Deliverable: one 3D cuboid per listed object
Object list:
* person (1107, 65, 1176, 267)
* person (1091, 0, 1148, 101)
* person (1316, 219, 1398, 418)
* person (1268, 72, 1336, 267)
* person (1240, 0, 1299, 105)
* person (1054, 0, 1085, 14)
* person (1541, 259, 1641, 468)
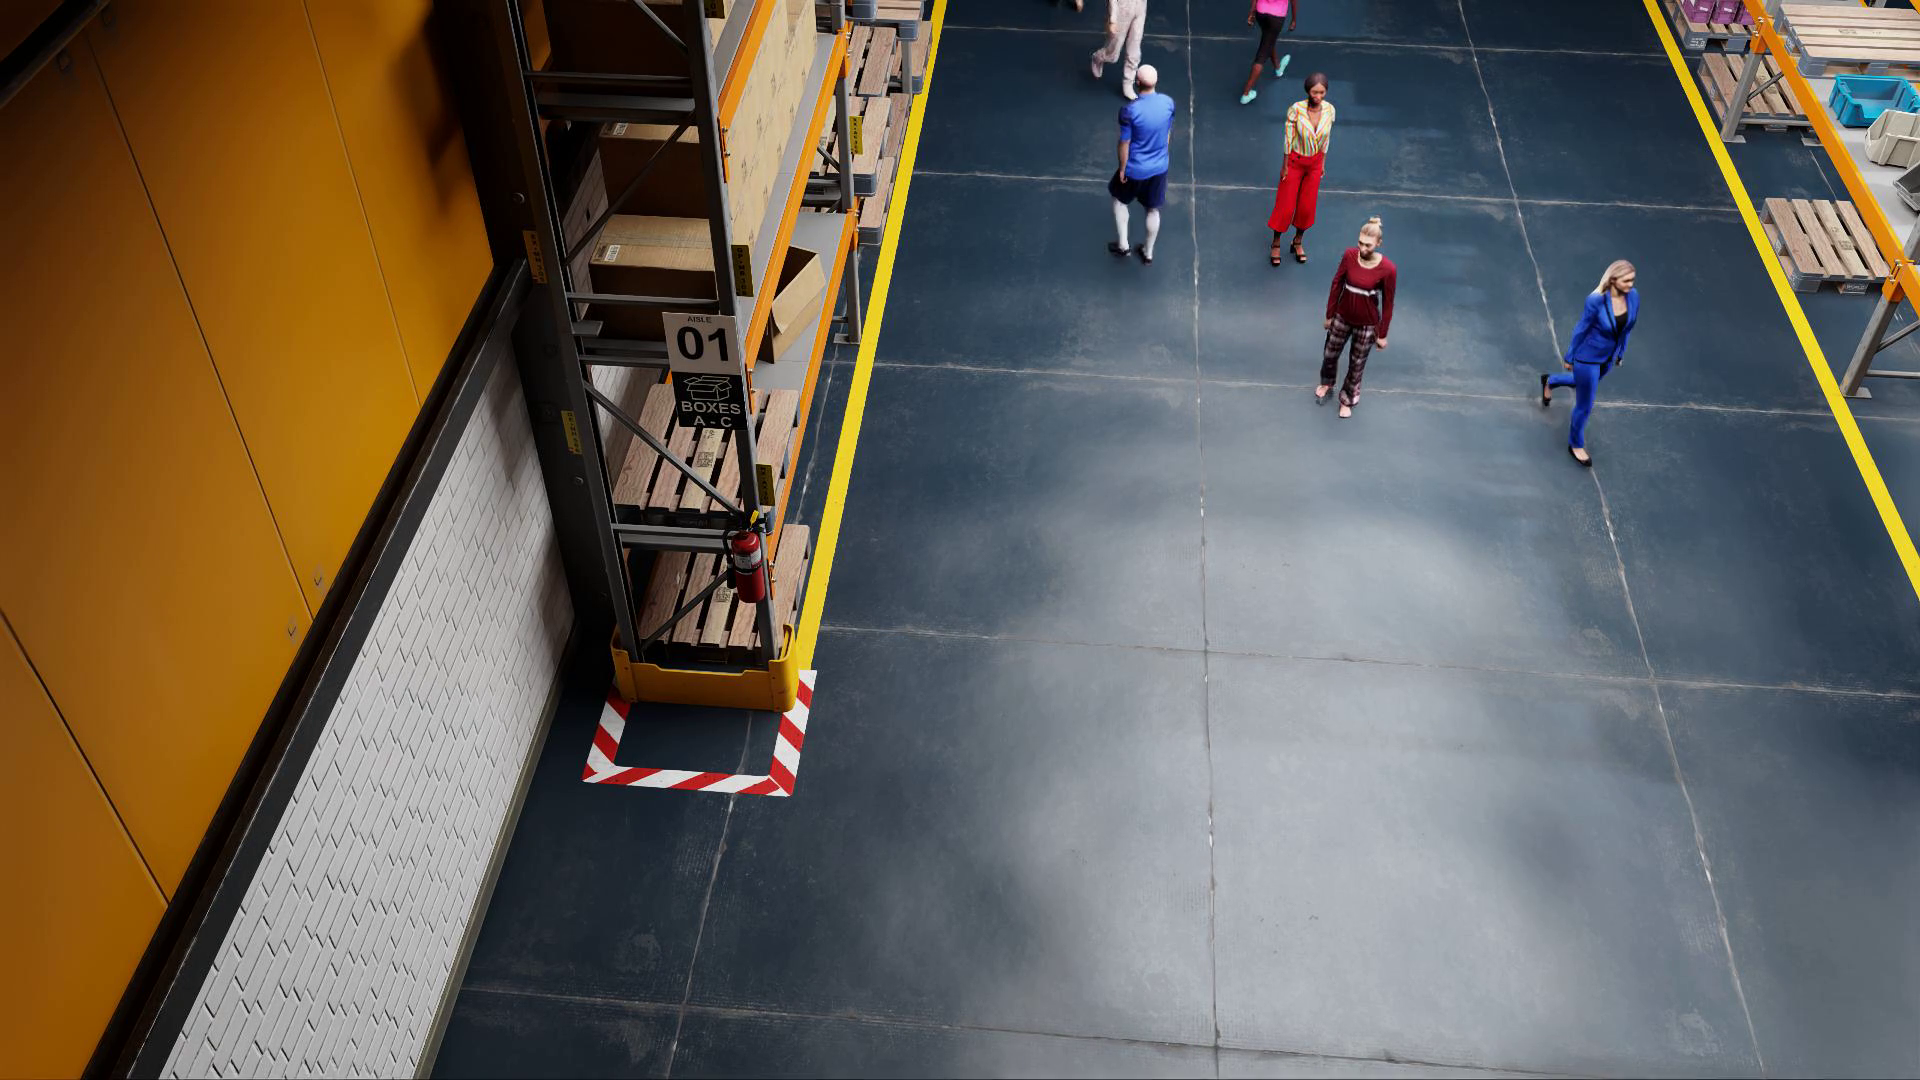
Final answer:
[{"bbox_3d":[1.603,-3.142,14.176,0.777,1.829,0.774,-12,45,-12],"label":"person"},{"bbox_3d":[1.598,-5.210,16.459,0.913,1.675,1.026,-21,47,-21],"label":"person"},{"bbox_3d":[3.049,-1.721,12.777,0.786,1.702,0.778,18,46,18],"label":"person"},{"bbox_3d":[2.927,-3.168,14.230,0.651,1.793,0.619,-8,44,-8],"label":"person"},{"bbox_3d":[3.001,-5.090,16.337,1.014,1.669,1.155,31,51,28],"label":"person"},{"bbox_3d":[1.192,-6.451,17.778,0.606,1.653,0.734,0,44,0],"label":"person"},{"bbox_3d":[4.697,-1.422,12.485,0.945,1.672,1.172,-15,46,-16],"label":"person"}]
